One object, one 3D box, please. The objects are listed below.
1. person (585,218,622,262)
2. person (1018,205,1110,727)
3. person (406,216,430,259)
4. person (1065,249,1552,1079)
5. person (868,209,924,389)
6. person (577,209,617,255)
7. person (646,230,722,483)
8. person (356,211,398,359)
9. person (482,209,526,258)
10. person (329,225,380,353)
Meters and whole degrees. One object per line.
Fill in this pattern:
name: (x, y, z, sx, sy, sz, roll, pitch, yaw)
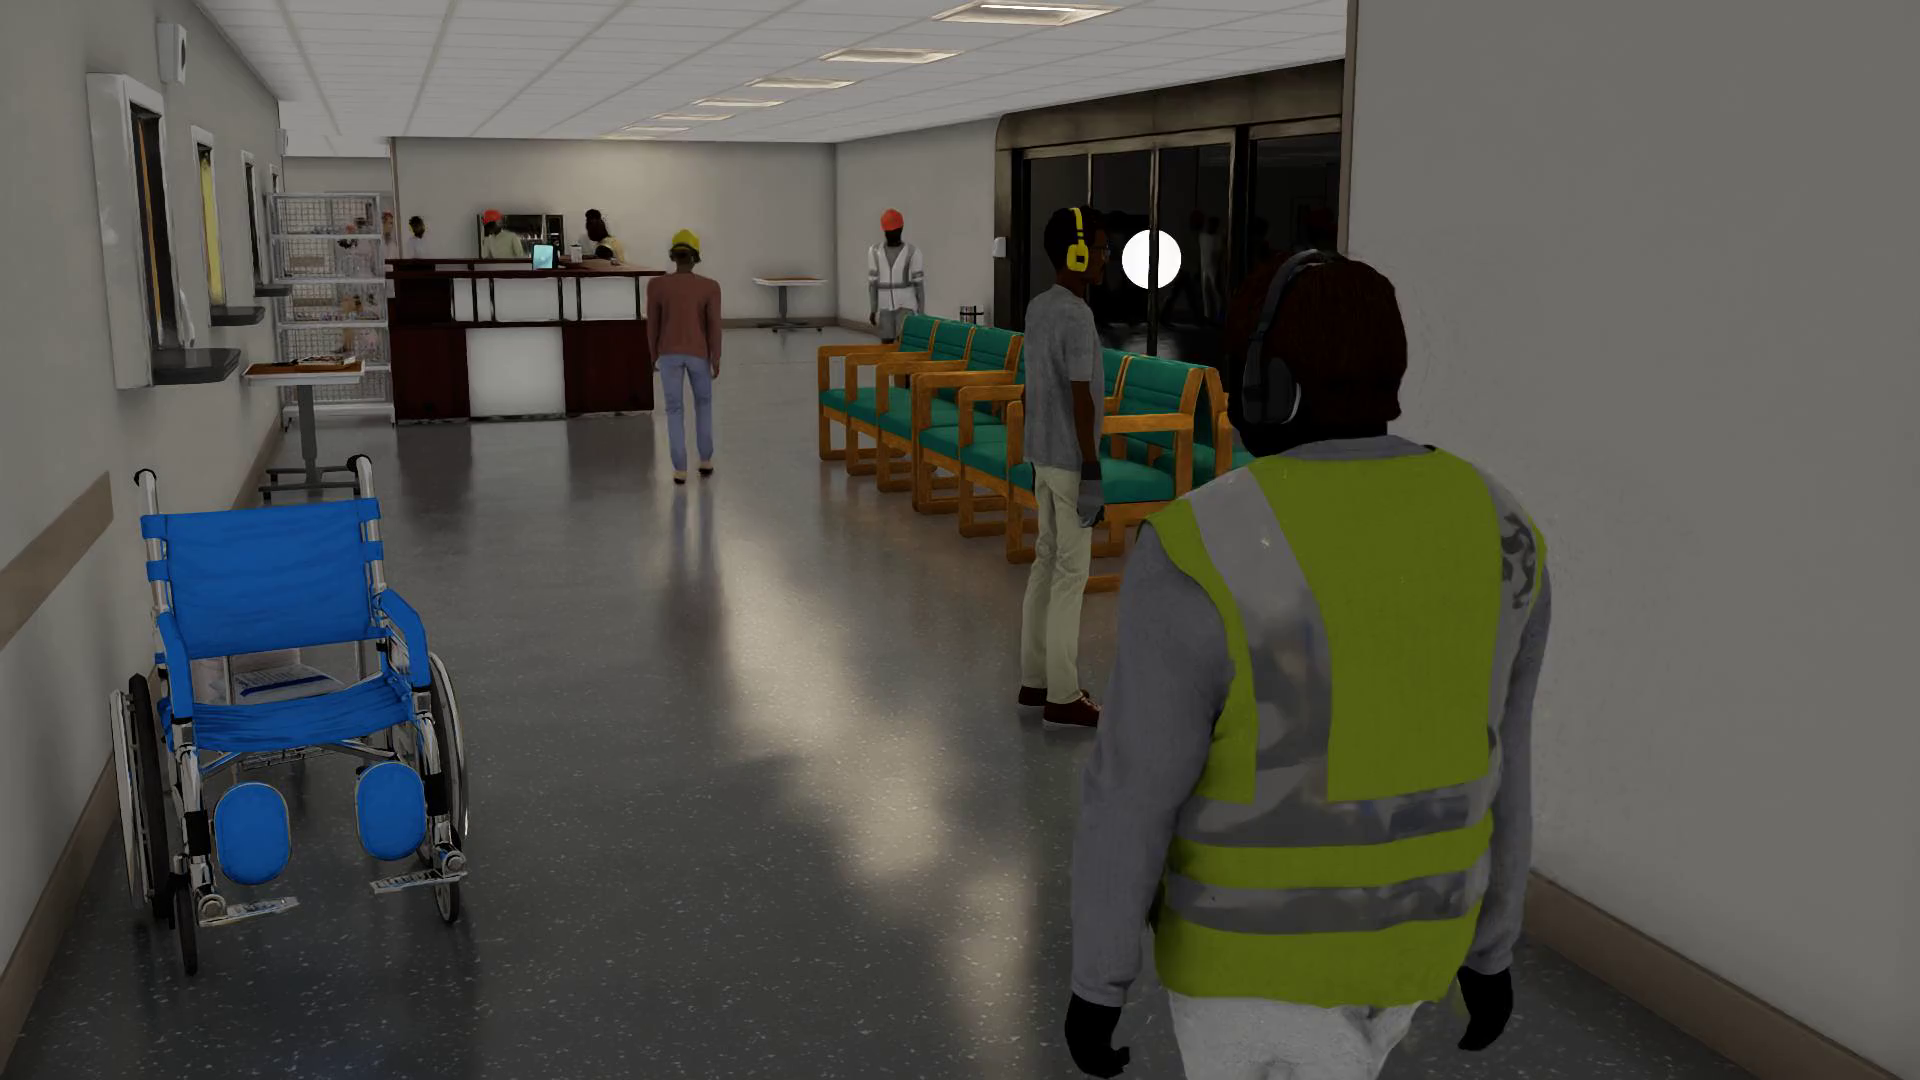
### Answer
person: (-4.448, -3.088, 20.703, 0.630, 1.805, 0.700, -1, 11, -7)
person: (0.394, -0.260, 6.022, 0.312, 1.869, 0.537, -4, 12, -19)
person: (-7.995, -3.848, 24.544, 0.403, 1.839, 0.648, 2, 11, 11)
person: (0.475, 0.530, 2.168, 0.640, 1.801, 0.962, -6, 12, -27)
person: (-0.624, -2.341, 16.605, 0.570, 1.907, 0.665, 3, 11, 15)
person: (-5.297, -3.775, 23.919, 0.620, 1.914, 0.988, 4, 12, 19)
person: (-1.926, -1.291, 11.681, 0.528, 1.734, 0.785, -1, 11, -6)
person: (-6.941, -2.991, 19.994, 0.557, 1.881, 0.682, 5, 12, 23)
person: (-6.461, -3.712, 23.605, 0.620, 1.911, 1.031, 7, 13, 31)
person: (-8.082, -3.372, 22.376, 0.811, 1.721, 0.563, -3, 11, -13)
